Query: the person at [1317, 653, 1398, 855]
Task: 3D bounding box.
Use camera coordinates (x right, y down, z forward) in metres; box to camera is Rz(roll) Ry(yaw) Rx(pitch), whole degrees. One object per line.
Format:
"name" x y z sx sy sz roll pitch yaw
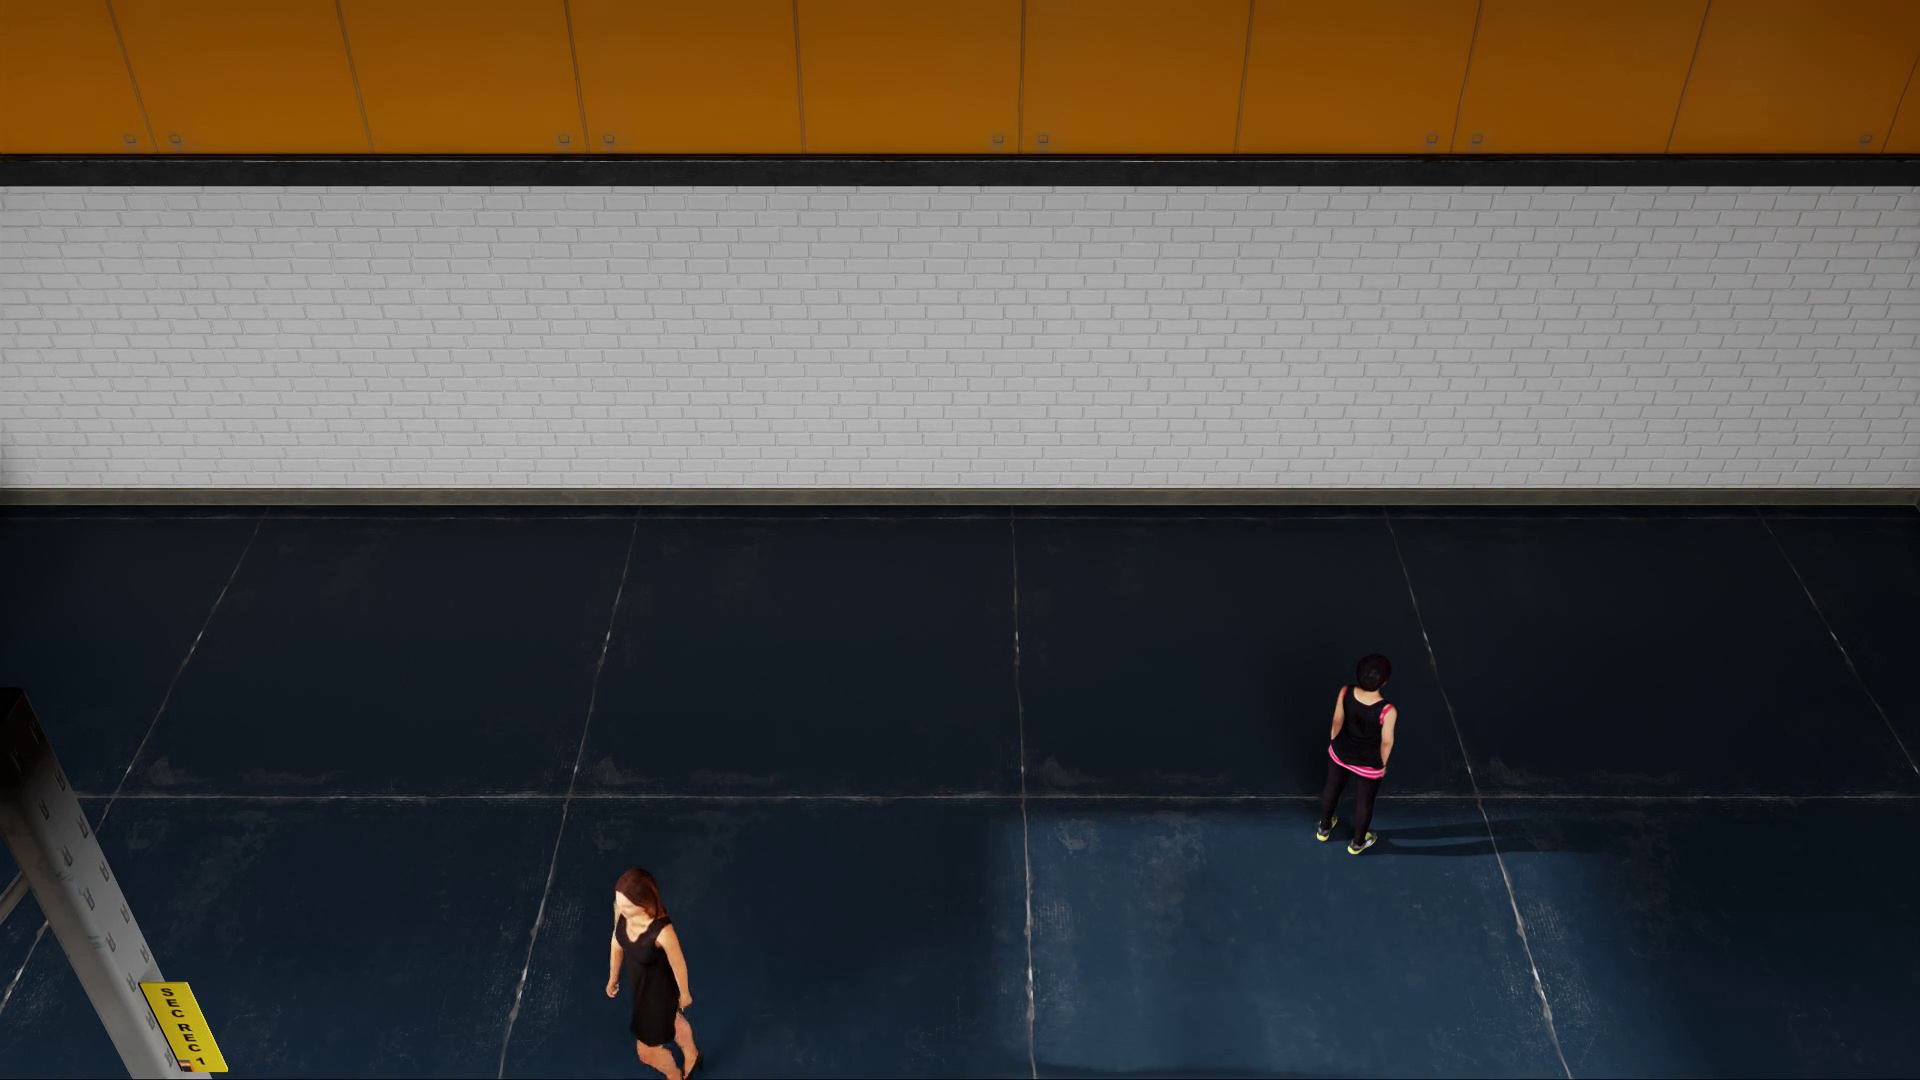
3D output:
"person" 2.442 1.301 10.211 0.627 1.552 0.672 26 45 29

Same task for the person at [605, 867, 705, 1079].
"person" -1.526 2.292 8.754 0.739 1.822 0.800 31 48 33
